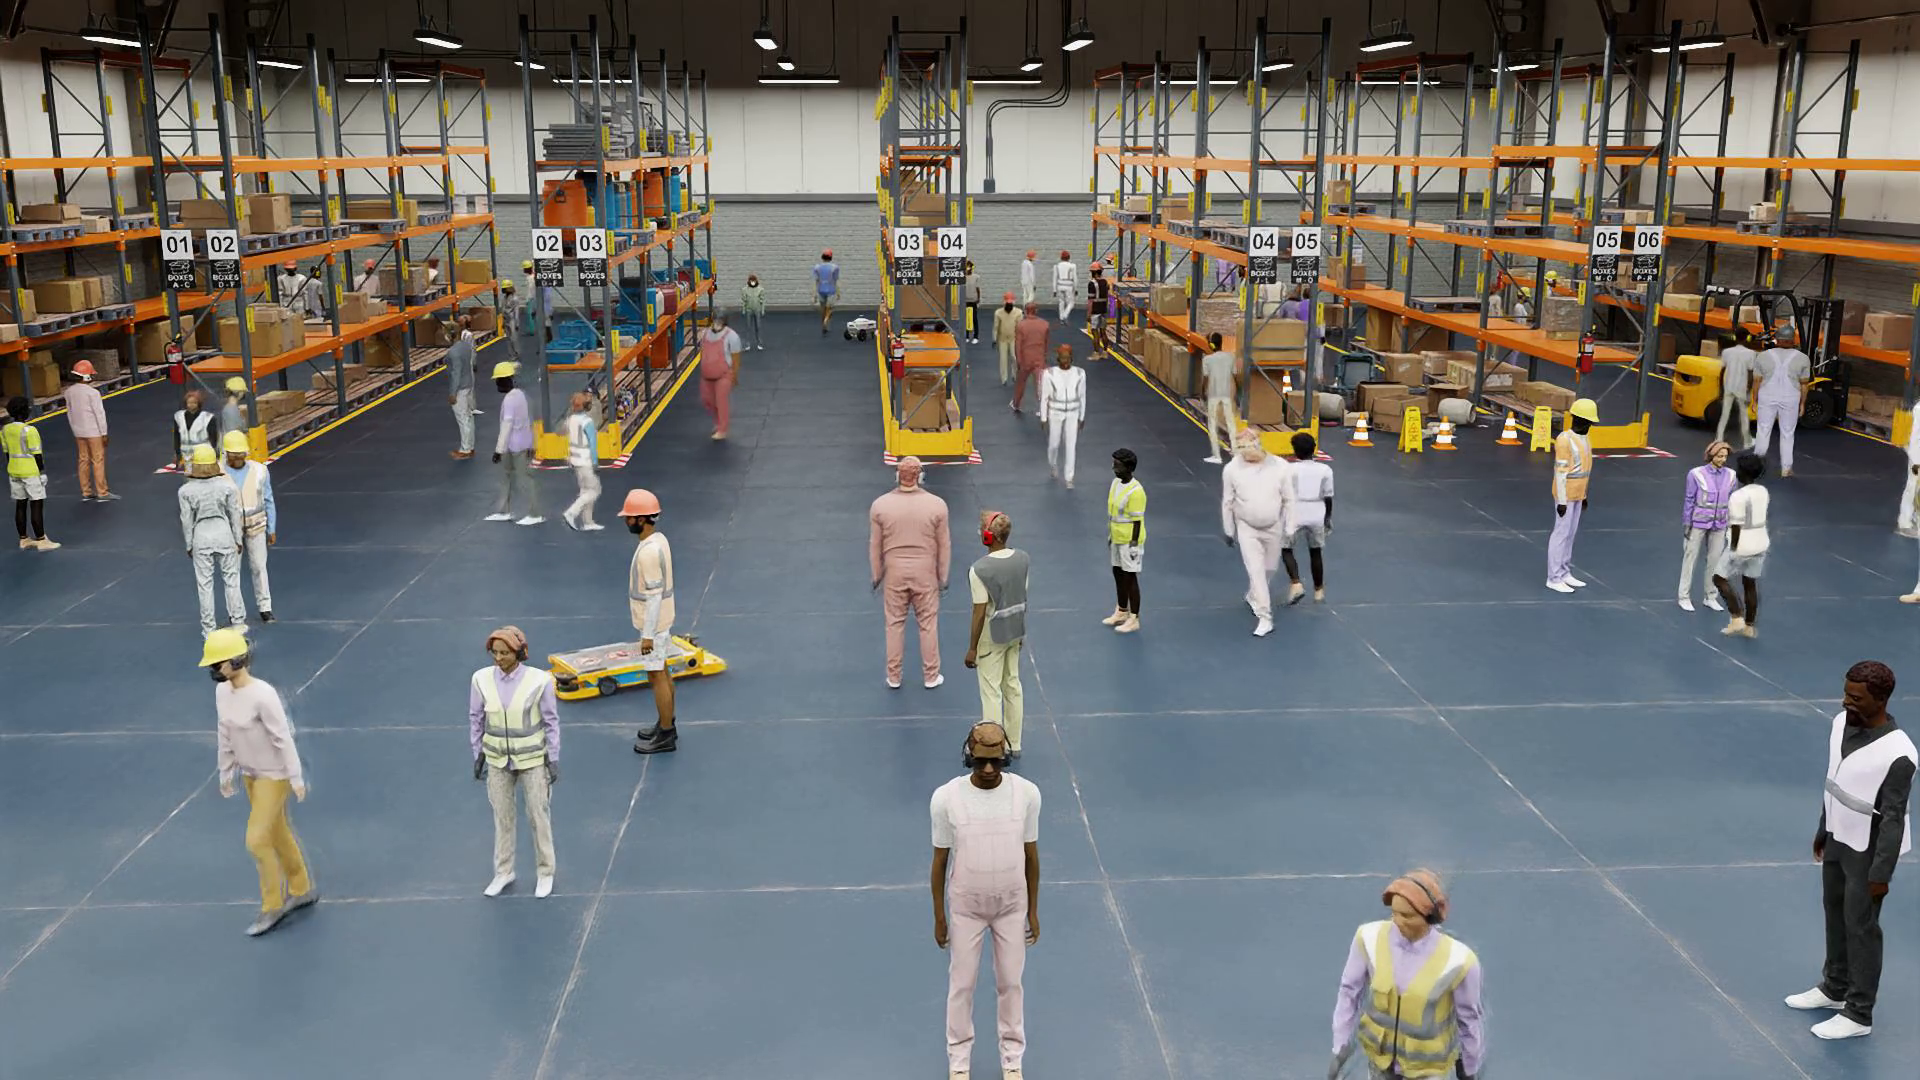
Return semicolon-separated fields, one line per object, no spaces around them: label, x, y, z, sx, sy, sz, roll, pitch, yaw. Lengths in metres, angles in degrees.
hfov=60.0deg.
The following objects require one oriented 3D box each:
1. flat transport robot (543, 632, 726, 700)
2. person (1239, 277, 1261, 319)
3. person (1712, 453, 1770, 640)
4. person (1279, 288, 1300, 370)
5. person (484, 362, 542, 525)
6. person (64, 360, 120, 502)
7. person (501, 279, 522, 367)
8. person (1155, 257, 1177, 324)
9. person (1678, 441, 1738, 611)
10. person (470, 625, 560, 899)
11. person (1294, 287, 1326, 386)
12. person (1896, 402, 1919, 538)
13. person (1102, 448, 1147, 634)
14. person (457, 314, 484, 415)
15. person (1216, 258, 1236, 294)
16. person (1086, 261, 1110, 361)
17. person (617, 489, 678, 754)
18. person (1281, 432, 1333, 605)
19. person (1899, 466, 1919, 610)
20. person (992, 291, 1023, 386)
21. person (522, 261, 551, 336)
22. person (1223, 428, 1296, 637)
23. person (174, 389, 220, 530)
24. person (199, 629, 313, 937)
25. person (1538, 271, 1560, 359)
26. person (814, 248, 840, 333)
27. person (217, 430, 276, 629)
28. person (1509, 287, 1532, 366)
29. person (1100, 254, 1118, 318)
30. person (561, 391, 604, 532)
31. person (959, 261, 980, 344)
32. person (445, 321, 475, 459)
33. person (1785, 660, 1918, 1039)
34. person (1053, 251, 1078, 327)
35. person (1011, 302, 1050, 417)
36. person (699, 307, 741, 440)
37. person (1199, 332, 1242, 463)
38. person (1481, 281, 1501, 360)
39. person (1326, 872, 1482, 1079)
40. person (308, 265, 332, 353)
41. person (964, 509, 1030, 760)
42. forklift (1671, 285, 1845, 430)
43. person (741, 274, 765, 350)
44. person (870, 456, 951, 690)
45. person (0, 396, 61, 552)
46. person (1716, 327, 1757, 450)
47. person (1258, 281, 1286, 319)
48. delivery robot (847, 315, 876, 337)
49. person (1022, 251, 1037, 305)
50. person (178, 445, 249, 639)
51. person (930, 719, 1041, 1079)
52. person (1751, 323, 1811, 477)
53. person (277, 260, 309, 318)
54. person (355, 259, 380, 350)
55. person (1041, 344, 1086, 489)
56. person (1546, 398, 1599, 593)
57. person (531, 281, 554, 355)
flat transport robot;-2.726;1.026;13.713;1.431;0.197;0.652;-9;16;-33
person;6.896;-5.818;39.552;0.539;1.741;0.459;0;13;0
person;6.957;0.067;14.763;0.543;1.684;0.379;-8;16;-31
person;6.527;-4.148;32.764;0.514;1.604;0.389;1;13;6
person;-5.254;-1.098;19.236;0.798;1.895;0.608;-3;14;-11
person;-10.763;-1.348;20.592;0.564;1.751;0.330;5;14;20
person;-9.023;-4.353;33.352;0.489;1.743;0.301;12;18;41
person;4.915;-5.927;39.719;0.677;1.873;0.803;-3;14;-14
person;7.064;-0.131;15.706;0.514;1.634;0.313;-1;13;-4
person;-2.580;1.288;9.673;0.523;1.638;0.310;1;13;6
person;6.506;-3.759;30.743;0.696;1.786;0.856;9;16;34
person;10.796;-0.929;18.560;0.601;1.868;0.511;-8;16;-32
person;1.501;-0.002;15.028;0.320;1.691;0.540;-5;14;-19
person;-8.096;-2.880;27.320;0.309;1.644;0.516;-13;18;-43
person;6.646;-6.424;41.468;0.368;2.048;0.608;-10;17;-37
person;2.810;-4.696;34.195;0.433;2.033;0.609;13;18;43
person;-2.251;0.585;12.011;0.373;1.934;0.552;-1;13;-4
person;3.299;-0.190;15.832;0.561;1.680;0.411;-2;13;-9
person;9.255;-0.244;15.751;0.429;1.839;0.626;0;13;-2
person;0.878;-3.698;30.582;0.599;1.739;0.355;1;13;3
person;-9.896;-5.627;38.706;0.673;1.746;0.612;0;13;-2
person;2.714;-0.106;15.156;0.642;1.838;0.885;0;13;0
person;-8.792;-0.963;19.266;0.520;1.603;0.654;3;14;11
person;-3.941;1.328;9.283;0.552;1.731;0.621;10;17;37
person;12.190;-4.671;34.538;0.405;1.824;0.585;2;13;10
person;-3.143;-5.831;39.024;0.616;2.017;0.666;3;14;12
person;-6.547;-0.104;15.175;0.594;1.826;0.403;-8;16;-32
person;10.503;-3.858;31.218;0.327;1.761;0.522;4;14;17
person;3.701;-6.202;41.158;0.573;1.748;0.342;7;15;29
person;-4.293;-0.866;18.814;0.460;1.622;0.530;-9;16;-34
person;0.218;-5.320;37.207;0.498;1.861;0.330;5;14;20
person;-7.049;-2.107;23.411;0.372;1.940;0.632;-1;13;-3
person;4.419;1.506;8.172;0.397;1.911;0.588;0;13;0
person;2.550;-6.105;40.515;0.603;1.862;0.446;7;15;28
person;1.161;-2.977;27.297;0.654;1.847;1.020;-4;14;-17
person;-3.644;-2.521;24.948;0.705;2.000;0.544;7;15;27
person;3.681;-1.961;23.070;0.719;1.826;0.441;-2;13;-8
person;10.904;-4.499;34.227;0.459;1.629;0.513;-9;16;-35
person;1.697;2.068;6.458;0.518;1.591;0.877;10;17;36
person;-13.727;-4.924;35.525;0.510;1.861;0.327;9;16;33
person;0.269;0.700;11.711;0.390;1.850;0.565;11;17;40
forklift;12.503;-2.886;26.166;2.313;2.155;1.214;-1;13;-3
person;-4.489;-4.952;36.114;0.499;1.635;0.287;-2;13;-9
person;-0.392;0.267;13.426;0.651;1.906;0.403;1;13;4
person;-10.109;-0.715;18.030;0.535;1.700;0.318;5;14;22
person;11.149;-2.138;23.822;0.972;1.808;0.548;-13;18;-43
person;6.475;-4.743;34.641;0.585;1.917;0.406;-2;13;-7
delivery robot;-2.241;-4.883;37.934;0.477;0.478;0.707;10;17;37
person;1.776;-6.692;43.361;0.371;1.700;0.607;-5;14;-20
person;-6.657;0.017;14.835;0.487;1.744;0.294;-6;14;-22
person;0.119;1.683;7.590;0.501;1.838;0.341;-2;13;-8
person;10.937;-1.874;22.206;0.688;2.000;0.539;7;15;27
person;-14.130;-4.961;35.305;0.607;2.034;0.407;-2;13;-10
person;-12.683;-5.040;35.753;0.549;1.969;0.664;11;17;38
person;1.330;-1.630;21.578;0.584;1.862;0.822;-1;13;-5
person;6.052;-0.449;16.428;0.374;1.920;0.585;11;17;39
person;-8.805;-4.814;34.942;0.629;1.915;0.438;9;16;35
